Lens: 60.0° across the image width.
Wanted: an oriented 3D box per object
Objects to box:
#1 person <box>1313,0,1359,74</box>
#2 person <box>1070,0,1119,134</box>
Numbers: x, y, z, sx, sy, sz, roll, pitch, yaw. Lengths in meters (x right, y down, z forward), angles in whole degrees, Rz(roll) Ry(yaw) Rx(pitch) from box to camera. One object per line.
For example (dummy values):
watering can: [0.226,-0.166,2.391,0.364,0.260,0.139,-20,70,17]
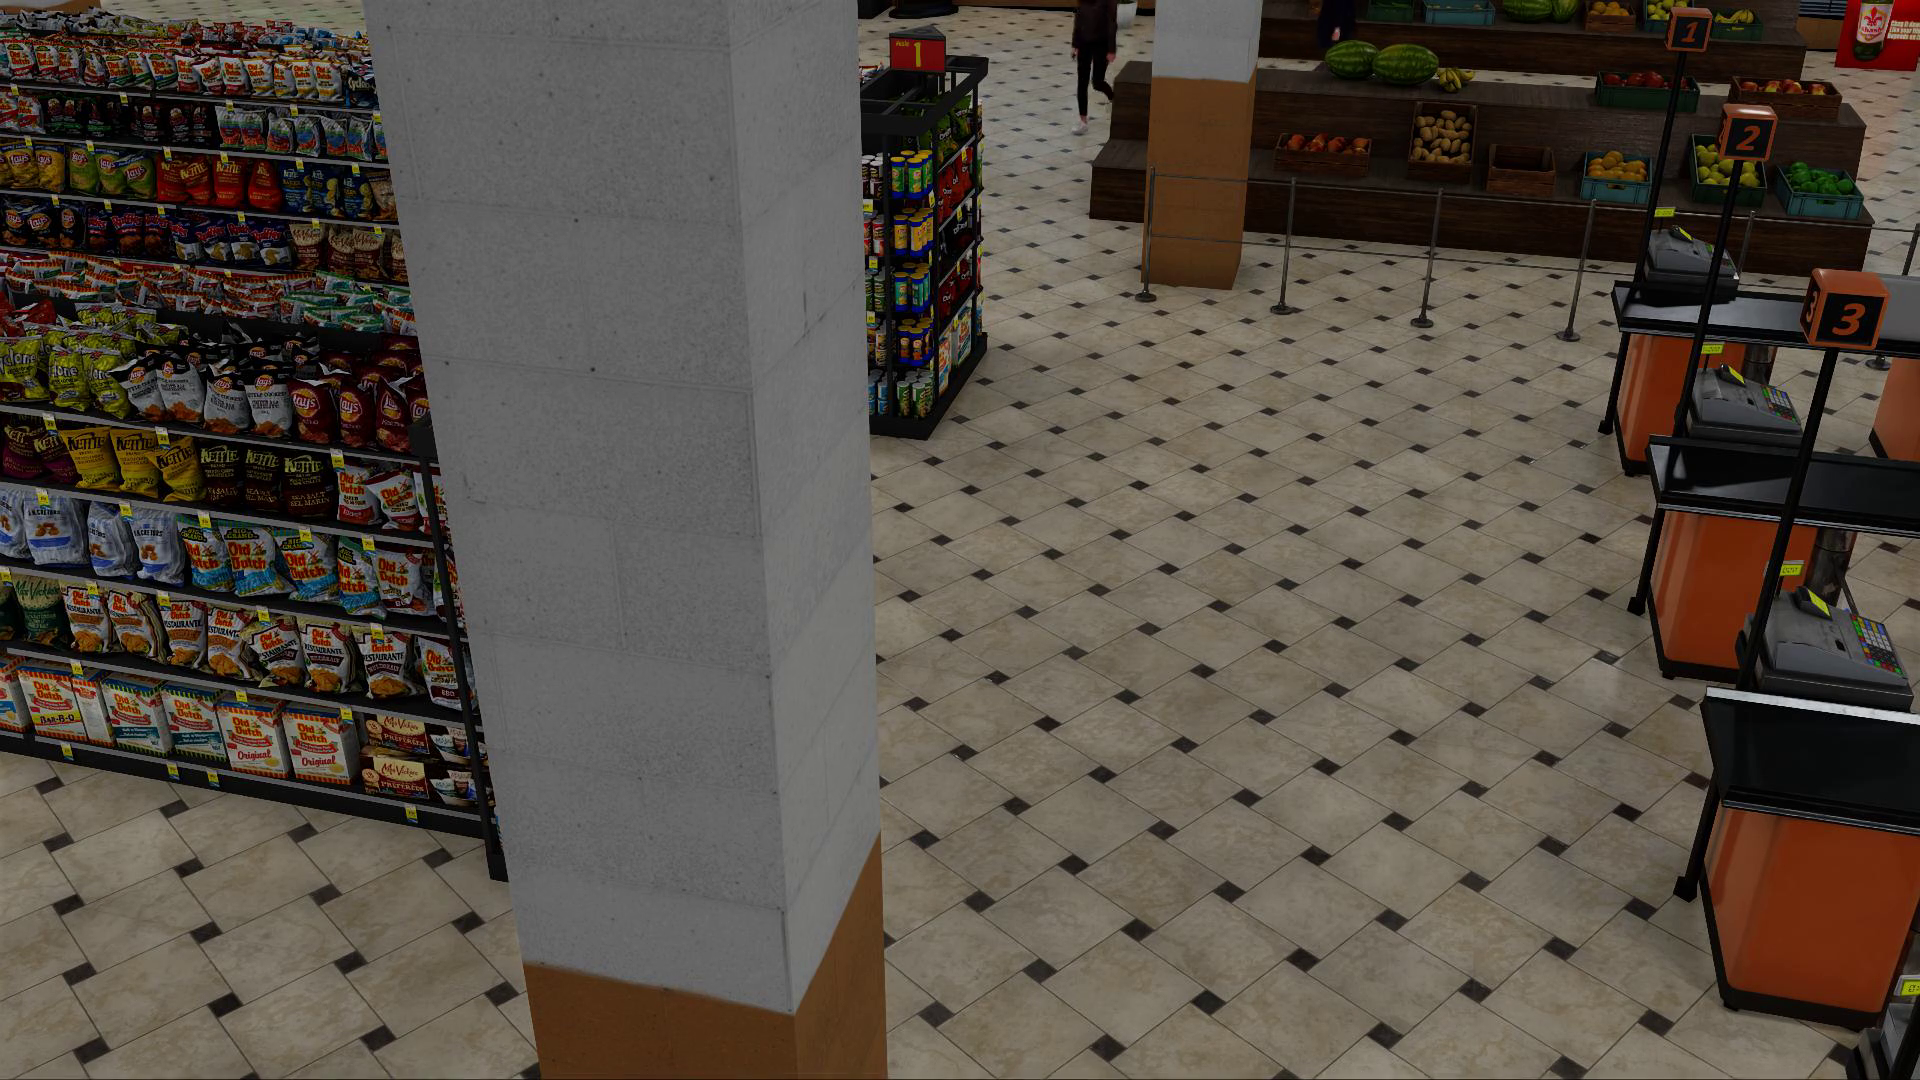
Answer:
person: [3.768,-5.281,17.047,0.773,1.666,0.672,6,29,10]
person: [1.363,-4.797,16.142,0.871,1.684,0.889,25,38,38]
